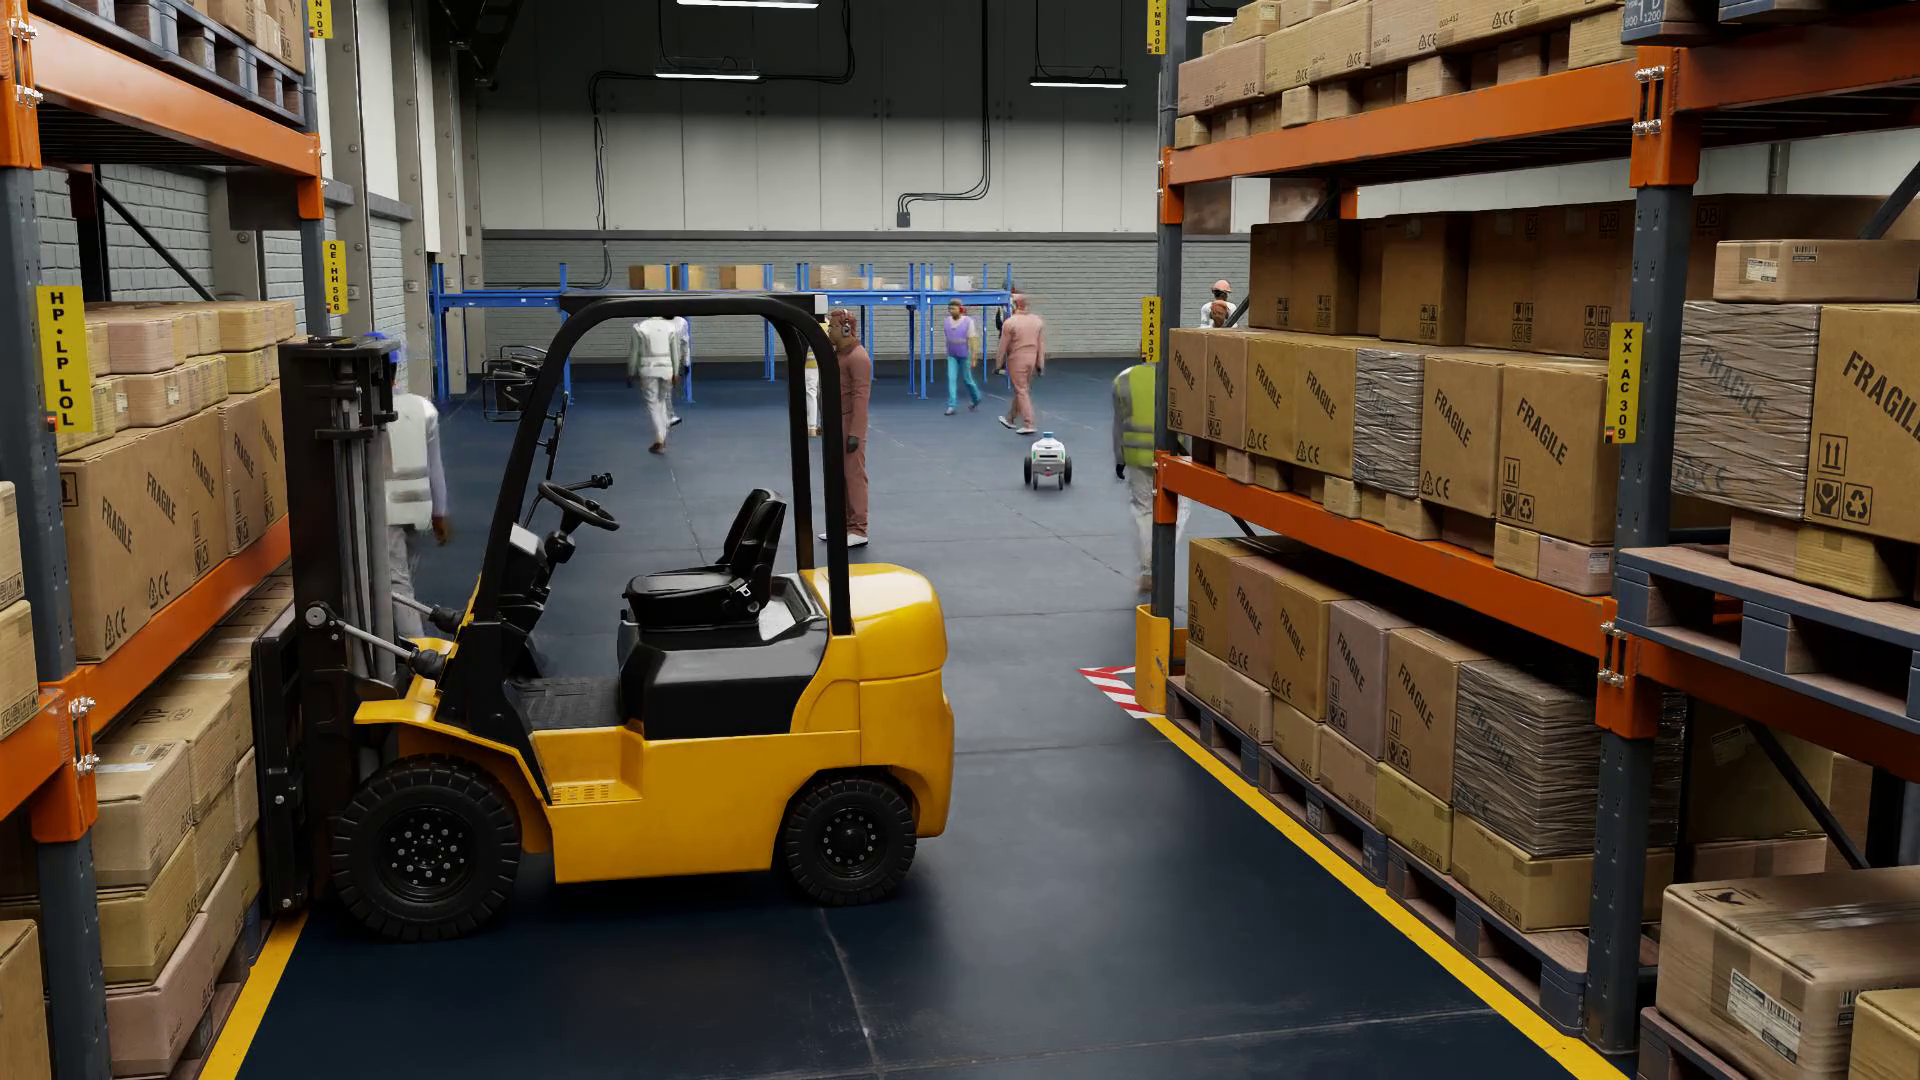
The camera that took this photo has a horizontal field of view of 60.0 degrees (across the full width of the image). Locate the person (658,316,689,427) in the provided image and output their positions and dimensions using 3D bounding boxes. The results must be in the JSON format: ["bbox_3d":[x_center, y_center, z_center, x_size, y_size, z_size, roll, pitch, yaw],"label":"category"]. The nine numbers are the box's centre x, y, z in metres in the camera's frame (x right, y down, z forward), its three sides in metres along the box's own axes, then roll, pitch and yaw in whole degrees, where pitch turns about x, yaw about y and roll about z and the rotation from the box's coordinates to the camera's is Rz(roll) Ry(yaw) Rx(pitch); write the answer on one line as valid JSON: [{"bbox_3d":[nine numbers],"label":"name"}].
[{"bbox_3d":[-4.190,-2.562,23.726,0.633,1.873,1.016,-5,11,-30],"label":"person"}]

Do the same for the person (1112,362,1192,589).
[{"bbox_3d":[1.363,-0.558,11.591,0.636,1.826,0.432,4,10,22],"label":"person"}]

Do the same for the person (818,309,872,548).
[{"bbox_3d":[-0.943,-0.906,13.473,0.406,1.911,0.639,-3,10,-19],"label":"person"}]

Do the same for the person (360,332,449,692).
[{"bbox_3d":[-3.094,-0.136,8.799,0.885,1.904,0.634,5,10,26],"label":"person"}]

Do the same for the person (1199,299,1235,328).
[{"bbox_3d":[2.938,-1.807,19.035,0.583,1.883,0.337,2,10,12],"label":"person"}]

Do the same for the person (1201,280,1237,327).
[{"bbox_3d":[4.176,-3.148,26.751,0.605,2.037,0.394,6,11,31],"label":"person"}]

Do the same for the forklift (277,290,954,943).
[{"bbox_3d":[-1.179,0.175,6.143,2.313,2.155,1.214,-2,10,-12],"label":"forklift"}]

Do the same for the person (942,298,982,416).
[{"bbox_3d":[0.054,-2.845,25.712,0.586,1.787,0.909,5,11,28],"label":"person"}]

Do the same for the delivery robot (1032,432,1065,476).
[{"bbox_3d":[0.914,-0.875,17.230,0.477,0.478,0.707,0,9,3],"label":"delivery robot"}]

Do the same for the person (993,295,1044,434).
[{"bbox_3d":[0.746,-2.390,22.642,0.666,1.856,0.979,-7,12,-38],"label":"person"}]

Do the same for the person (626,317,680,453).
[{"bbox_3d":[-3.780,-2.034,20.334,0.605,1.919,0.715,-8,12,-40],"label":"person"}]

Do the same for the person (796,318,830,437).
[{"bbox_3d":[-1.977,-2.311,22.263,0.429,1.837,0.621,7,12,36],"label":"person"}]

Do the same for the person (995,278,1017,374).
[{"bbox_3d":[1.084,-4.500,35.103,0.721,2.000,0.695,4,10,25],"label":"person"}]
